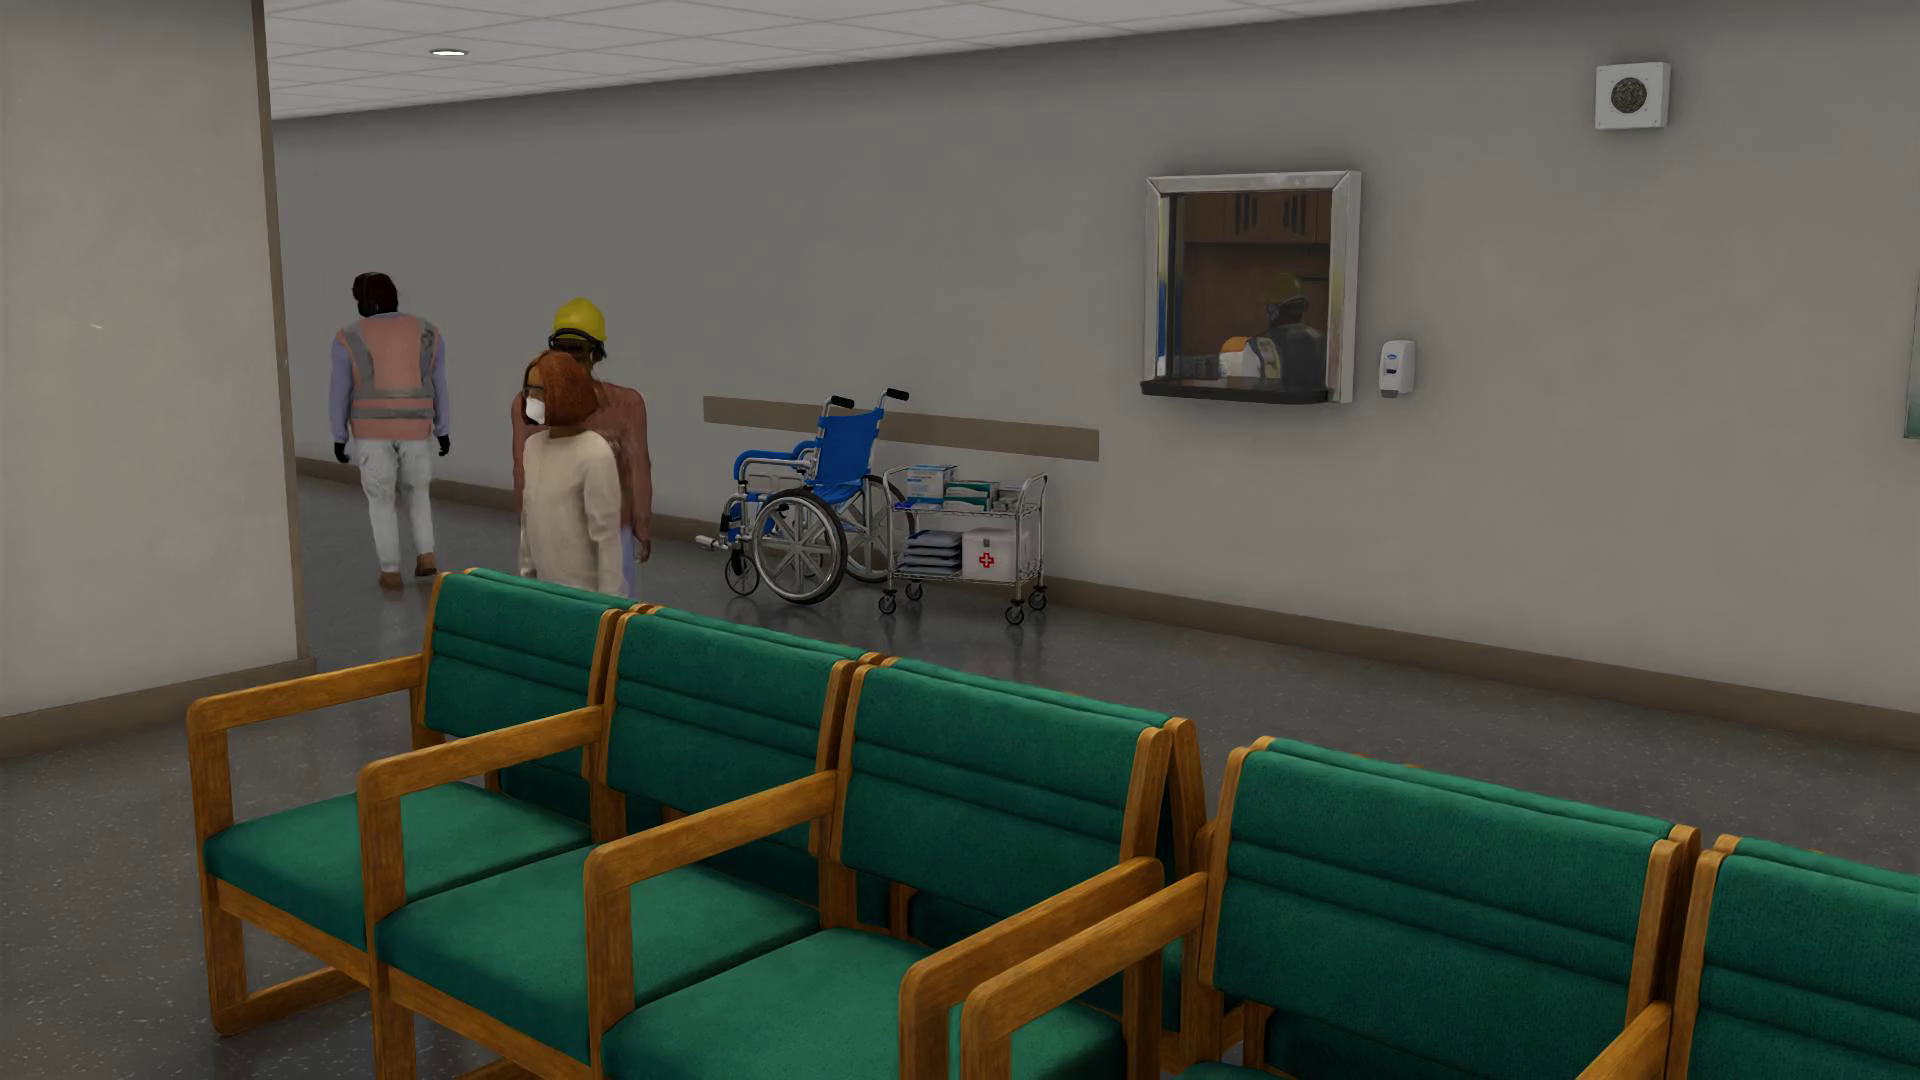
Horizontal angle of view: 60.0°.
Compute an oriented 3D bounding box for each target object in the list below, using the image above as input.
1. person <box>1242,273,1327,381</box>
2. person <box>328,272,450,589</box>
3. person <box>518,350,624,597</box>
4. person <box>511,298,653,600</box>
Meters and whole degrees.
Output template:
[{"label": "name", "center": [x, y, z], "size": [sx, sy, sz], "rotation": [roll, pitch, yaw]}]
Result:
[{"label": "person", "center": [1.814, -0.565, 9.265], "size": [0.598, 1.826, 0.404], "rotation": [-2, 10, -13]}, {"label": "person", "center": [-3.276, -0.620, 9.562], "size": [0.665, 1.818, 0.465], "rotation": [-7, 12, -33]}, {"label": "person", "center": [-1.301, 0.172, 5.616], "size": [0.386, 1.625, 0.498], "rotation": [-9, 13, -41]}, {"label": "person", "center": [-1.451, -0.043, 6.443], "size": [0.527, 1.768, 0.314], "rotation": [-1, 10, -6]}]
